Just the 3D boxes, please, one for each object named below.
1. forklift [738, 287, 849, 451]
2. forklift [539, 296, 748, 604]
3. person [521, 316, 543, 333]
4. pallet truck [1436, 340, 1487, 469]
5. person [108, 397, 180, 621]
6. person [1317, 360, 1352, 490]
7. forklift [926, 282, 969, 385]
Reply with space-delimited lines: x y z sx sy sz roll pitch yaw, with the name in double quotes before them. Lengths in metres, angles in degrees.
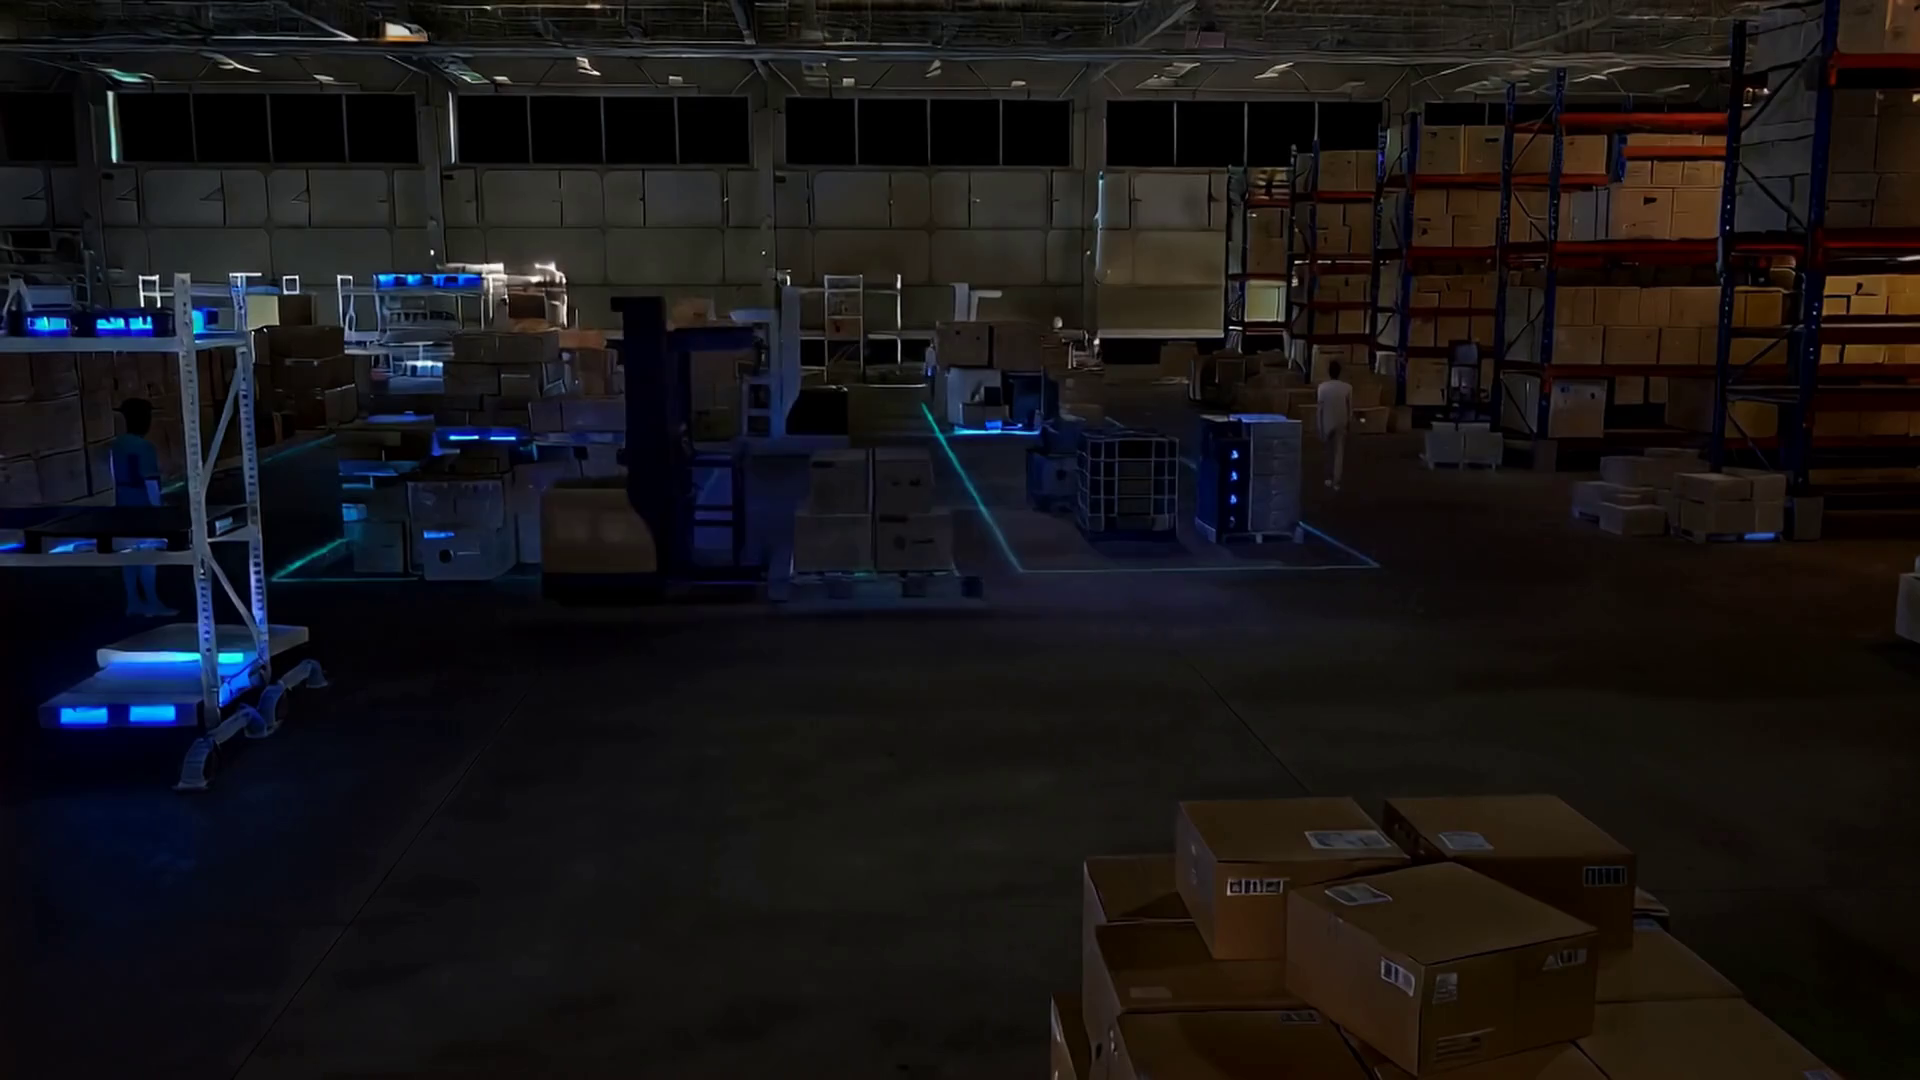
"forklift" -2.862 -2.959 28.607 1.873 2.768 1.129 -1 9 -4
"forklift" -2.930 -0.876 15.528 1.873 2.768 1.129 -1 9 -4
"person" -11.658 -5.141 45.316 0.664 1.924 0.533 -6 11 -35
"pallet truck" 8.004 -2.170 26.422 0.823 1.965 1.885 2 9 14
"person" -7.193 -0.274 14.610 0.618 1.963 0.361 6 11 33
"person" 5.316 -1.632 23.597 0.511 1.832 0.976 2 9 10
"forklift" 0.030 -5.569 45.001 1.873 2.768 1.129 -1 9 -4
